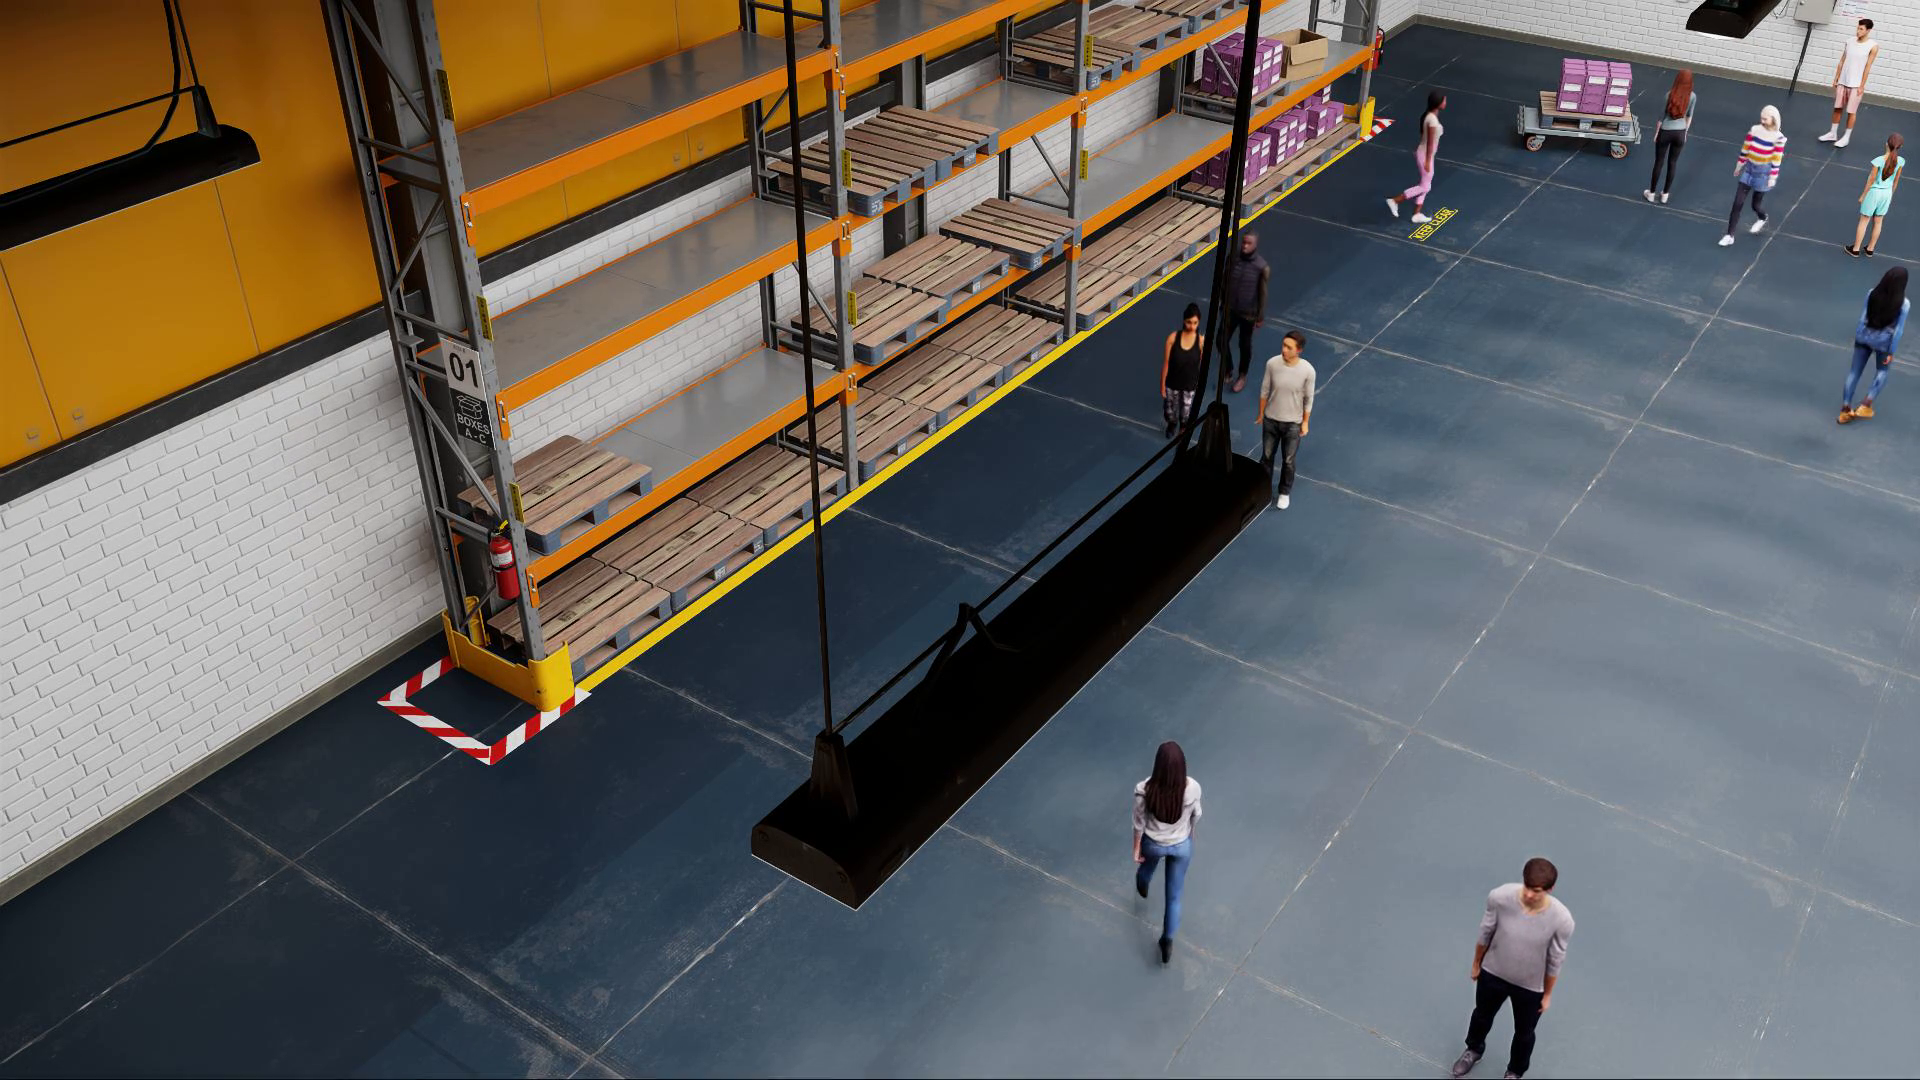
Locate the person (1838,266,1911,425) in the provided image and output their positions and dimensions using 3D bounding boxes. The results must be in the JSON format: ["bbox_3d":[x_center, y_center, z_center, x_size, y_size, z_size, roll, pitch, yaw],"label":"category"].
[{"bbox_3d":[9.145,-1.933,16.738,0.701,1.699,0.671,-27,42,-34],"label":"person"}]

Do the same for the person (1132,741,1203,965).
[{"bbox_3d":[1.358,2.060,10.833,0.958,1.586,1.123,1,34,2],"label":"person"}]

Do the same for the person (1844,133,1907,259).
[{"bbox_3d":[11.206,-4.214,20.296,0.644,1.558,0.683,1,34,2],"label":"person"}]

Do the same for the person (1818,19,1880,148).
[{"bbox_3d":[12.618,-6.471,23.491,0.720,1.780,0.725,-17,37,-24],"label":"person"}]

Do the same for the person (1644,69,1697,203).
[{"bbox_3d":[9.297,-5.282,21.738,0.645,1.741,0.665,3,34,5],"label":"person"}]

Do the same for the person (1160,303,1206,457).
[{"bbox_3d":[2.166,-1.551,16.209,0.798,1.647,0.916,4,34,5],"label":"person"}]

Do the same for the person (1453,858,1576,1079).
[{"bbox_3d":[3.296,2.566,9.841,0.643,1.841,0.529,20,39,28],"label":"person"}]

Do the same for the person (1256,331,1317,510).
[{"bbox_3d":[3.014,-1.144,15.451,0.680,1.810,0.602,15,36,21],"label":"person"}]

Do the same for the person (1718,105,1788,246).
[{"bbox_3d":[9.903,-4.517,20.562,1.186,1.769,0.899,-24,40,-31],"label":"person"}]

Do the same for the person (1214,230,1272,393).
[{"bbox_3d":[2.978,-2.409,17.343,0.705,1.821,0.643,21,39,28],"label":"person"}]

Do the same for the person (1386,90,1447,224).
[{"bbox_3d":[5.804,-4.827,21.066,0.876,1.727,0.894,3,34,5],"label":"person"}]
